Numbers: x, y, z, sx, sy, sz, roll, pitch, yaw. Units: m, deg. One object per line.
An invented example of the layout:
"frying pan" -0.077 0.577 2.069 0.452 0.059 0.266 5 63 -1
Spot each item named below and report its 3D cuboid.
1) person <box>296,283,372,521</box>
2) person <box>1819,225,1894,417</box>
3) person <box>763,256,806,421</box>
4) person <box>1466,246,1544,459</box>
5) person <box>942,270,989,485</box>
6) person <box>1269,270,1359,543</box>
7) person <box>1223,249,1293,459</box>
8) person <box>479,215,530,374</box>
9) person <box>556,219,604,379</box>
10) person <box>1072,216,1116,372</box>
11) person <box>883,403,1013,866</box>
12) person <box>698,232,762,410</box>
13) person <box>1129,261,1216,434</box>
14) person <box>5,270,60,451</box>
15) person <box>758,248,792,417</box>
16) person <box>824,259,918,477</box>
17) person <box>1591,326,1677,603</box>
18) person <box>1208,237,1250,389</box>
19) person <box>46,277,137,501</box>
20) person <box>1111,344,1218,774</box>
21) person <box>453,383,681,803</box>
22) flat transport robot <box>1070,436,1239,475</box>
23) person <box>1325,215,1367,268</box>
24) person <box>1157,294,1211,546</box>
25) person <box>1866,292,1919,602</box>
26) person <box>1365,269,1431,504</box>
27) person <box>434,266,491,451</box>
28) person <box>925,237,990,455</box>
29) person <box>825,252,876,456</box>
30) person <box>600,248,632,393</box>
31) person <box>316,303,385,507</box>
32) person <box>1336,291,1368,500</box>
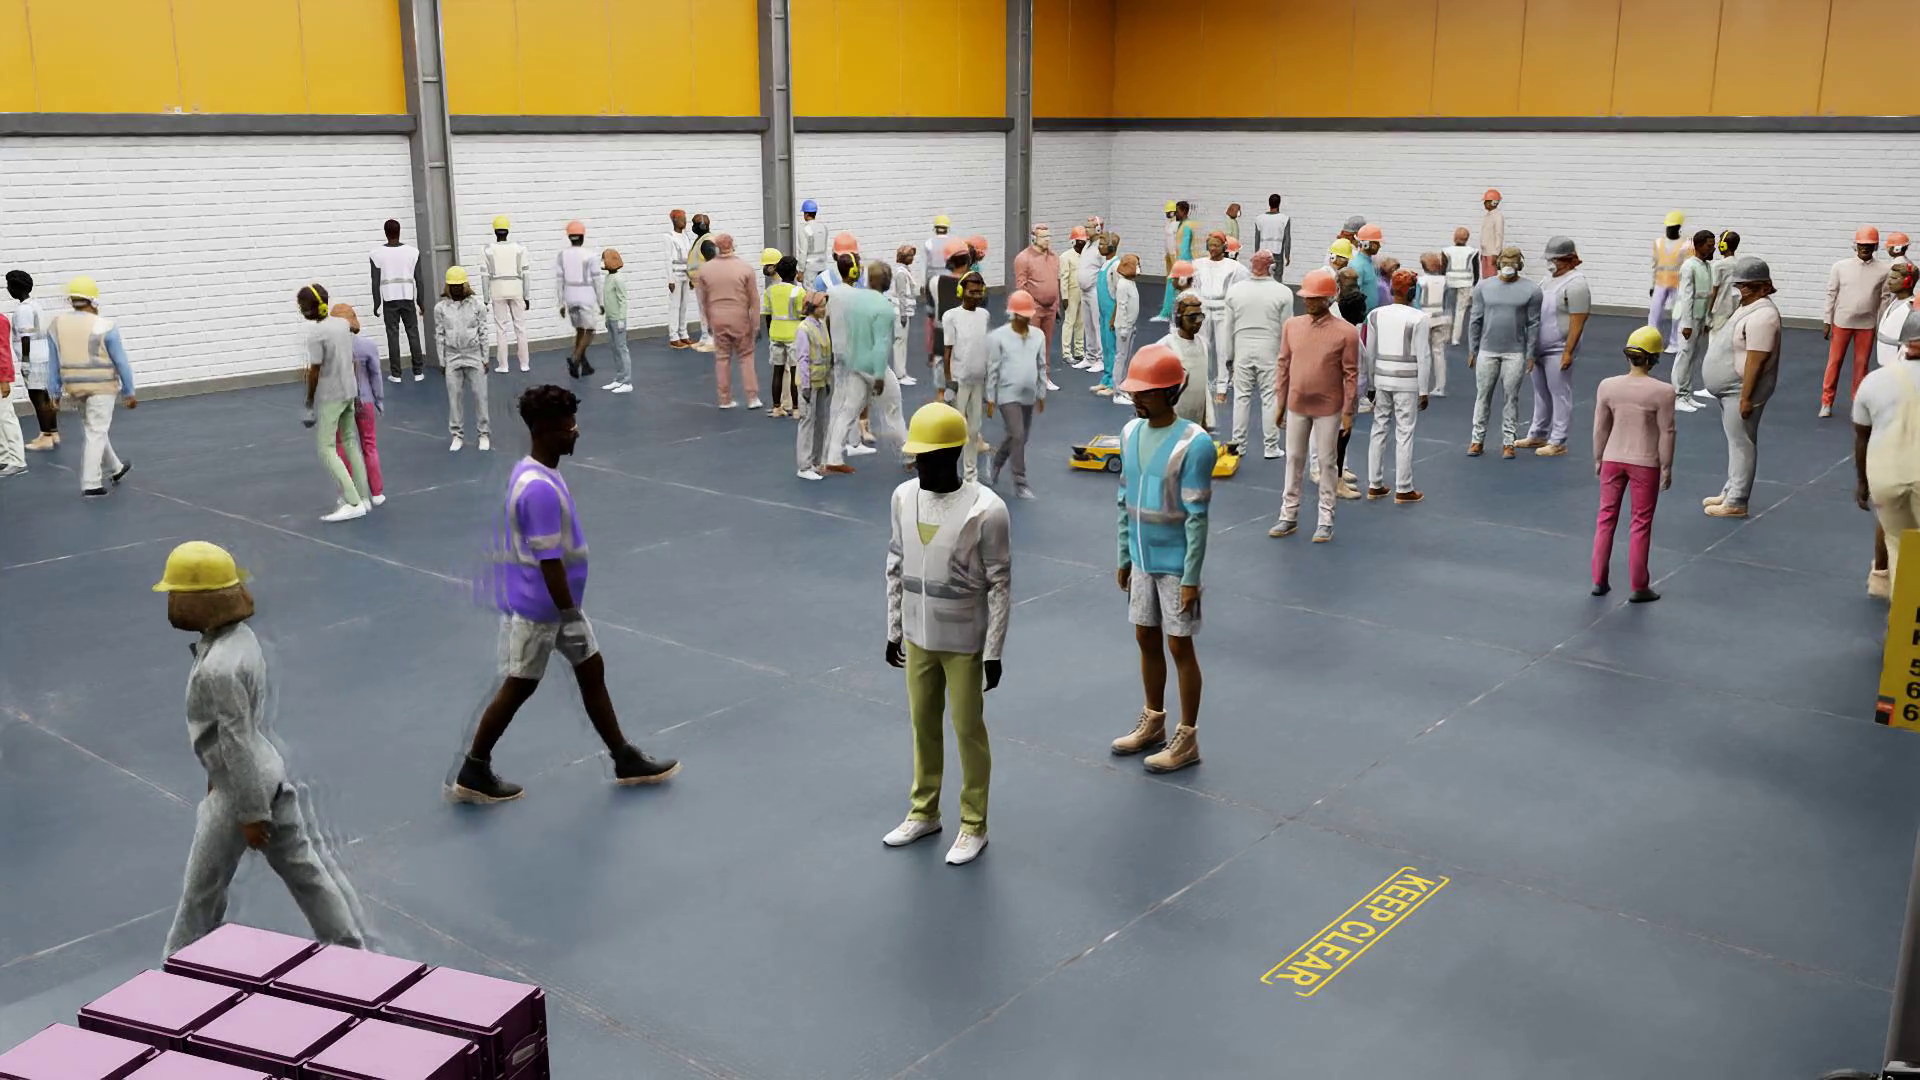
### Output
"person" -4.818 -1.074 12.915 0.379 1.828 0.608 3 14 13
"person" 9.303 -2.257 17.284 0.612 1.995 0.376 5 15 19
"person" -1.773 -2.080 17.182 0.541 1.695 0.316 8 16 30
"person" 4.968 -1.715 15.237 0.630 1.939 0.372 6 15 22
"person" 0.074 -1.259 13.568 0.518 1.865 0.327 -13 19 -42
"person" 2.589 -0.976 12.171 0.610 1.992 0.384 10 17 34
"person" 2.734 -1.692 15.210 0.643 1.908 0.399 6 15 24
"person" -5.580 -3.009 20.425 0.589 1.928 0.386 -6 15 -24
"person" -4.584 -2.879 19.949 0.553 1.914 0.796 4 15 15
"person" 1.648 -3.039 20.592 0.408 1.908 0.646 -6 15 -23
"person" -0.072 0.385 6.863 0.594 1.925 0.370 10 17 35
"person" -2.444 -2.330 17.786 0.662 1.900 0.403 2 14 10
"person" 2.157 -1.897 16.420 0.885 1.700 0.591 6 15 23
"person" -8.730 -1.696 15.675 0.319 1.686 0.539 -5 15 -18
"person" -1.925 -2.167 17.414 0.339 1.761 0.524 -3 14 -13
"person" -0.738 -1.485 14.451 1.055 1.880 0.651 -9 17 -31
"person" 4.312 -0.483 10.658 0.316 1.769 0.523 -13 19 -42
"person" 3.114 -2.633 19.282 0.338 1.747 0.569 -6 15 -24
"person" -7.093 -1.270 13.739 0.623 1.792 0.900 2 14 6
"person" 0.923 0.094 7.834 0.423 2.035 0.601 -10 17 -34
"person" -1.844 0.250 7.433 1.017 1.917 0.628 -2 14 -10
"flat transport robot" 1.745 -0.770 14.838 1.431 0.197 0.652 3 14 13
"person" 4.403 -2.651 18.766 0.535 2.000 0.686 -4 15 -17
"person" 1.596 -0.836 11.912 0.507 1.847 0.351 -10 17 -35
"person" 6.108 -0.614 10.623 0.379 2.041 0.616 8 16 29
"person" 3.534 -1.235 13.431 0.356 1.883 0.572 -13 19 -42
"person" -4.642 -1.690 15.554 0.480 1.733 0.333 -3 14 -11
"person" -0.037 -1.733 15.146 0.641 2.014 0.760 4 15 17
"person" -1.035 -1.717 15.382 0.523 1.870 0.317 13 19 42
"person" -3.947 -2.506 19.008 0.271 1.635 0.507 -8 16 -30
"person" -4.865 -1.071 13.281 0.509 1.632 0.266 -6 15 -23
"person" 3.175 -1.189 13.622 0.315 1.696 0.541 2 14 8
